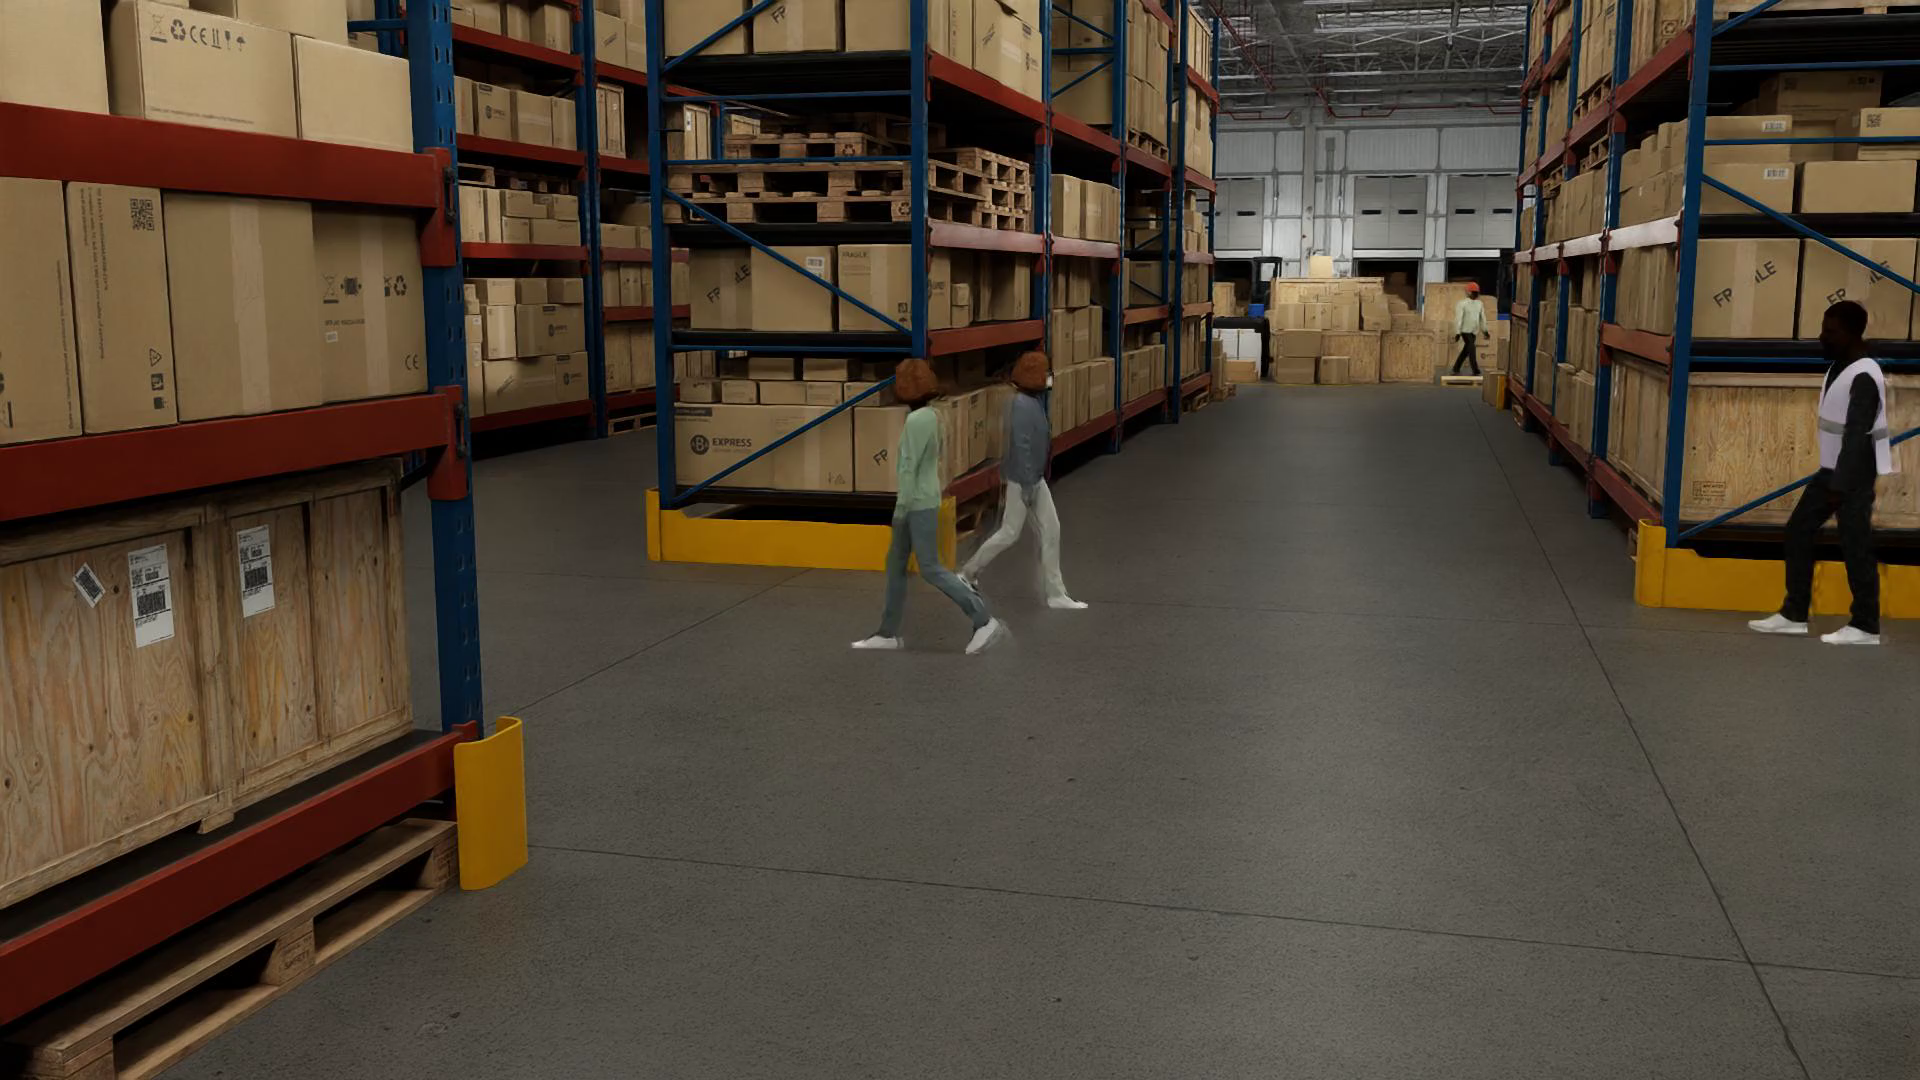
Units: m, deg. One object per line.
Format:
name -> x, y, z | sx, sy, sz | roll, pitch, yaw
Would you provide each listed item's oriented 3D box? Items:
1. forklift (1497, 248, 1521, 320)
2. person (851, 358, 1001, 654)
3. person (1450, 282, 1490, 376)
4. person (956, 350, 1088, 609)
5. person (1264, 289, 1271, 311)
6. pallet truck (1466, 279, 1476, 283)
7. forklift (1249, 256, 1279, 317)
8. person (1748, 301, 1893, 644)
forklift -> 14.837, -6.388, 44.357 | 1.129, 2.768, 1.873 | 5, 10, 30
person -> -0.173, -0.172, 8.919 | 0.783, 1.603, 0.509 | 0, 9, 0
person -> 10.231, -4.198, 33.443 | 0.623, 1.952, 1.038 | -5, 10, -31
person -> 0.349, -0.363, 10.143 | 0.806, 1.599, 0.510 | 2, 9, 15
person -> 10.094, -7.387, 53.687 | 0.359, 1.938, 0.632 | -8, 12, -42
pallet truck -> 18.896, -8.459, 60.307 | 1.885, 1.965, 0.823 | 5, 10, 31
forklift -> 11.325, -9.117, 61.693 | 1.129, 2.768, 1.873 | 2, 9, 15
person -> 4.760, -0.360, 9.178 | 0.787, 1.889, 0.625 | 2, 9, 12
